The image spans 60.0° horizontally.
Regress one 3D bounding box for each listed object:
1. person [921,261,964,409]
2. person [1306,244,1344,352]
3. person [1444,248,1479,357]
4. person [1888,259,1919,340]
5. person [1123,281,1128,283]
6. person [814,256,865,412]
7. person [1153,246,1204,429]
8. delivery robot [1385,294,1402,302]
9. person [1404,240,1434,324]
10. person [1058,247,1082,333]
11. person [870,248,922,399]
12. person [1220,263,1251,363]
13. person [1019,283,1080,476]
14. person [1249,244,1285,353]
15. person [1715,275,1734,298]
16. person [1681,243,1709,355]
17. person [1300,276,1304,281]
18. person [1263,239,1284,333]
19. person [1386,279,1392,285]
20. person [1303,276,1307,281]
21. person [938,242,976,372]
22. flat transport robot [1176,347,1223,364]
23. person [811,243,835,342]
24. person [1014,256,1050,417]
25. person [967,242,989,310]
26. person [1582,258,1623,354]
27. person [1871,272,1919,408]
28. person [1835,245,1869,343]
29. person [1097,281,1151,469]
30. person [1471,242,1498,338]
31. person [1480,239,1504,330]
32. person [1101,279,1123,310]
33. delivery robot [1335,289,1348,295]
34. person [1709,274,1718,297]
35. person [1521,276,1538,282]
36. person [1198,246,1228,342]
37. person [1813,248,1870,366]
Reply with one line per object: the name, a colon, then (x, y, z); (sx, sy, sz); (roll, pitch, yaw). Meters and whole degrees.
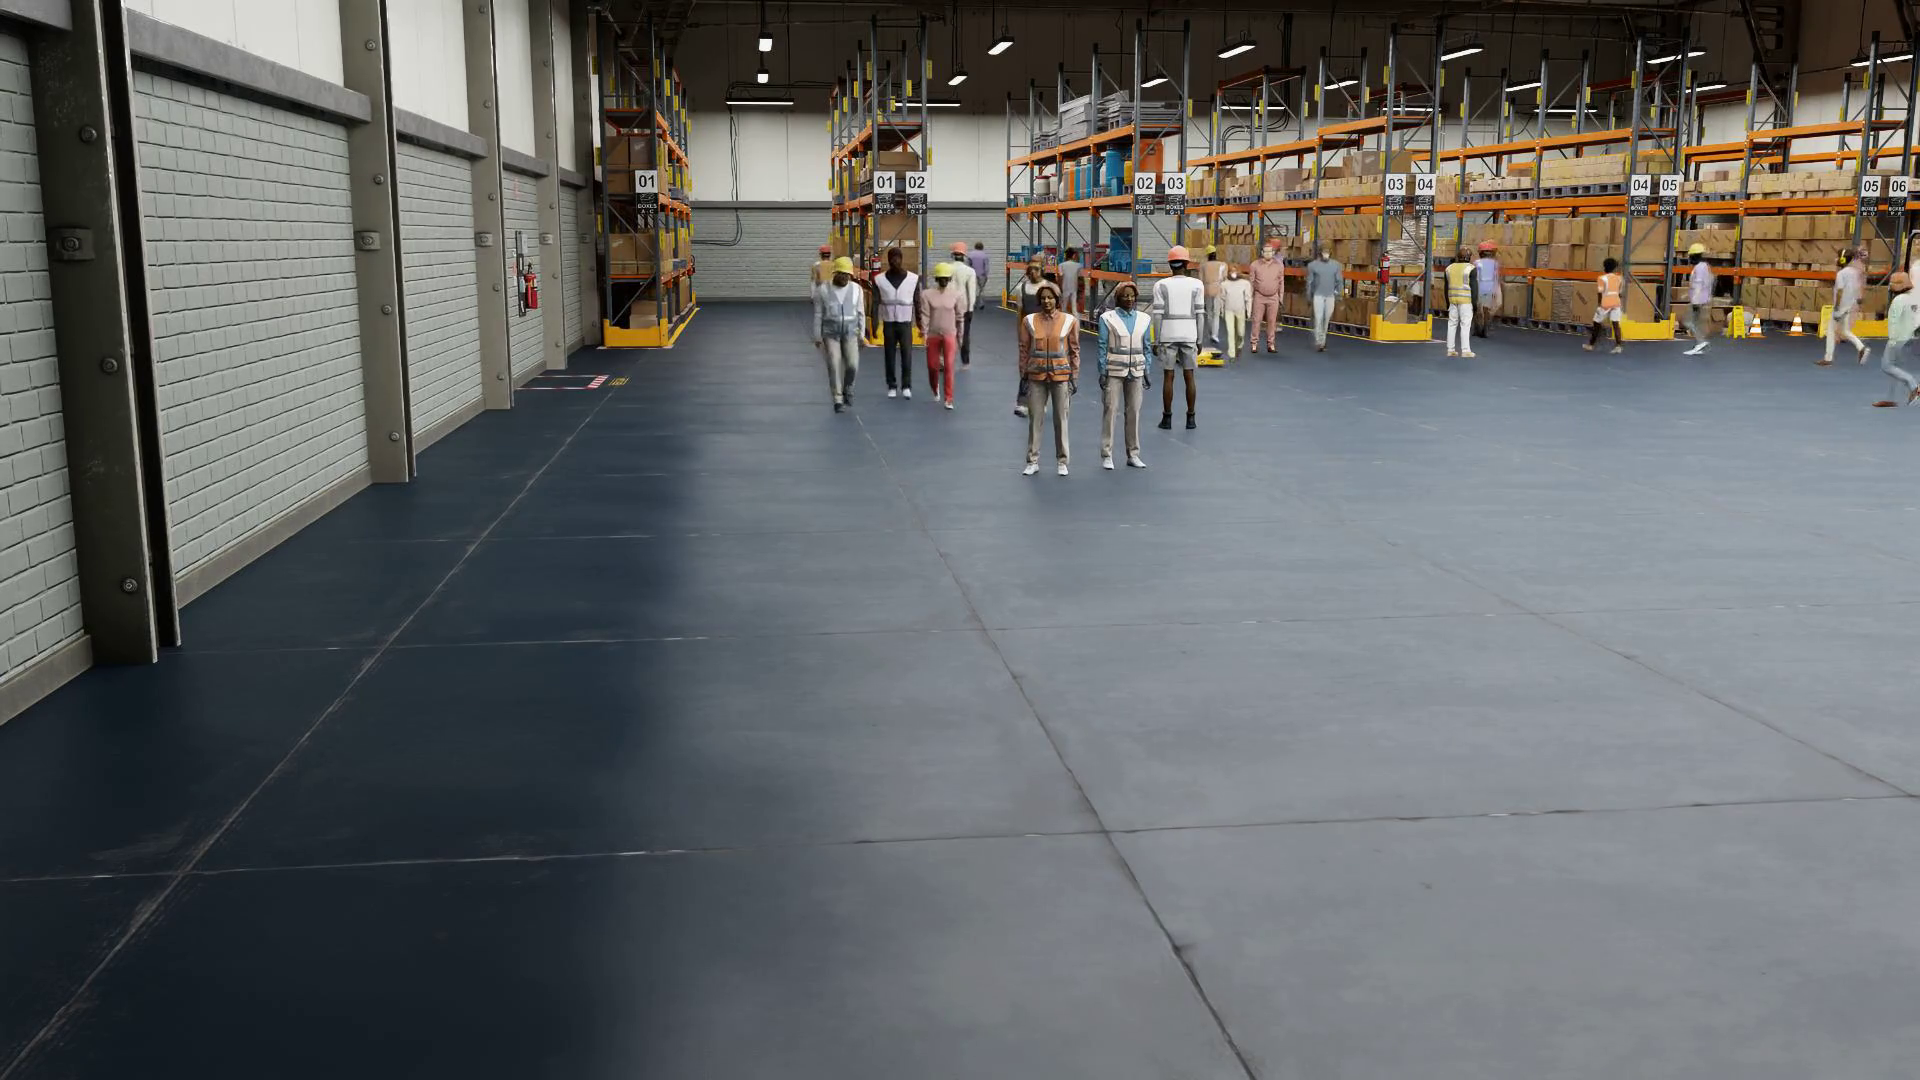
person: (-0.211, -2.449, 19.836); (0.514, 1.738, 0.694); (0, 10, -1)
person: (6.438, -4.238, 29.261); (0.637, 1.887, 1.017); (-1, 10, -3)
person: (8.509, -4.020, 28.177); (0.429, 1.843, 0.633); (-8, 13, -38)
person: (16.340, -4.071, 28.318); (0.652, 1.884, 0.757); (-6, 12, -30)
person: (4.376, -6.922, 44.136); (0.620, 1.820, 0.545); (-3, 11, -18)
person: (-1.398, -2.383, 19.310); (0.613, 1.803, 0.428); (-2, 11, -13)
person: (2.300, -2.130, 17.576); (0.542, 1.930, 0.374); (0, 10, 0)
delivery robot: (11.190, -6.145, 43.097); (0.477, 0.478, 0.707); (-1, 10, -4)
person: (10.509, -5.867, 37.858); (0.635, 2.006, 0.913); (-1, 10, -5)
person: (2.267, -5.071, 34.003); (0.532, 1.831, 0.957); (-3, 11, -14)
person: (-0.787, -2.689, 20.788); (0.659, 1.872, 0.923); (0, 10, -2)
person: (4.466, -3.691, 27.006); (0.511, 1.607, 0.617); (2, 10, 10)
person: (0.758, -1.363, 14.164); (0.523, 1.639, 0.306); (2, 10, 10)
person: (5.372, -4.229, 29.149); (0.644, 1.907, 0.400); (0, 10, -3)
person: (19.108, -6.543, 41.462); (0.702, 2.000, 0.984); (-2, 10, -9)
person: (12.606, -4.115, 28.508); (0.426, 1.908, 0.617); (5, 11, 25)
person: (9.124, -7.146, 44.990); (0.620, 1.968, 0.865); (8, 13, 39)
person: (6.655, -5.403, 35.393); (0.387, 1.990, 0.726); (-1, 10, -8)
person: (12.320, -7.670, 48.147); (0.512, 1.860, 0.331); (-5, 11, -23)
person: (9.859, -7.470, 47.581); (0.551, 1.649, 0.876); (6, 12, 30)
person: (-0.069, -3.527, 25.179); (0.621, 1.965, 0.949); (3, 11, 18)
flat transport robot: (3.802, -2.958, 26.660); (0.652, 0.197, 1.431); (0, 10, 1)
person: (-2.545, -4.701, 31.739); (0.562, 1.910, 0.841); (-3, 11, -14)
person: (0.848, -2.283, 18.742); (0.533, 1.799, 0.927); (3, 11, 14)
person: (0.500, -7.402, 46.597); (0.642, 1.901, 1.000); (2, 10, 8)
person: (11.284, -4.073, 28.989); (0.548, 1.640, 0.880); (-3, 11, -15)
person: (11.129, -2.352, 19.637); (0.493, 1.618, 0.508); (9, 14, 42)
person: (17.117, -4.706, 31.893); (0.448, 1.865, 0.804); (2, 11, 13)
person: (1.438, -1.441, 14.591); (0.514, 1.641, 0.307); (-4, 11, -19)
person: (10.527, -5.022, 33.480); (0.551, 1.917, 0.438); (-2, 11, -11)
person: (11.592, -5.566, 36.273); (0.650, 1.976, 0.437); (-2, 11, -13)
person: (3.909, -6.656, 42.782); (0.630, 1.798, 0.928); (-1, 10, -4)
delivery robot: (11.437, -7.292, 49.386); (0.707, 0.478, 0.477); (-4, 11, -19)
person: (19.852, -6.910, 43.761); (0.640, 1.939, 0.371); (-1, 10, -6)
person: (17.173, -8.013, 50.095); (0.908, 1.828, 0.610); (5, 11, 24)
person: (4.900, -4.763, 32.219); (0.600, 1.862, 1.020); (2, 11, 13)
person: (13.862, -3.631, 26.022); (0.525, 1.849, 0.743); (-6, 12, -31)
